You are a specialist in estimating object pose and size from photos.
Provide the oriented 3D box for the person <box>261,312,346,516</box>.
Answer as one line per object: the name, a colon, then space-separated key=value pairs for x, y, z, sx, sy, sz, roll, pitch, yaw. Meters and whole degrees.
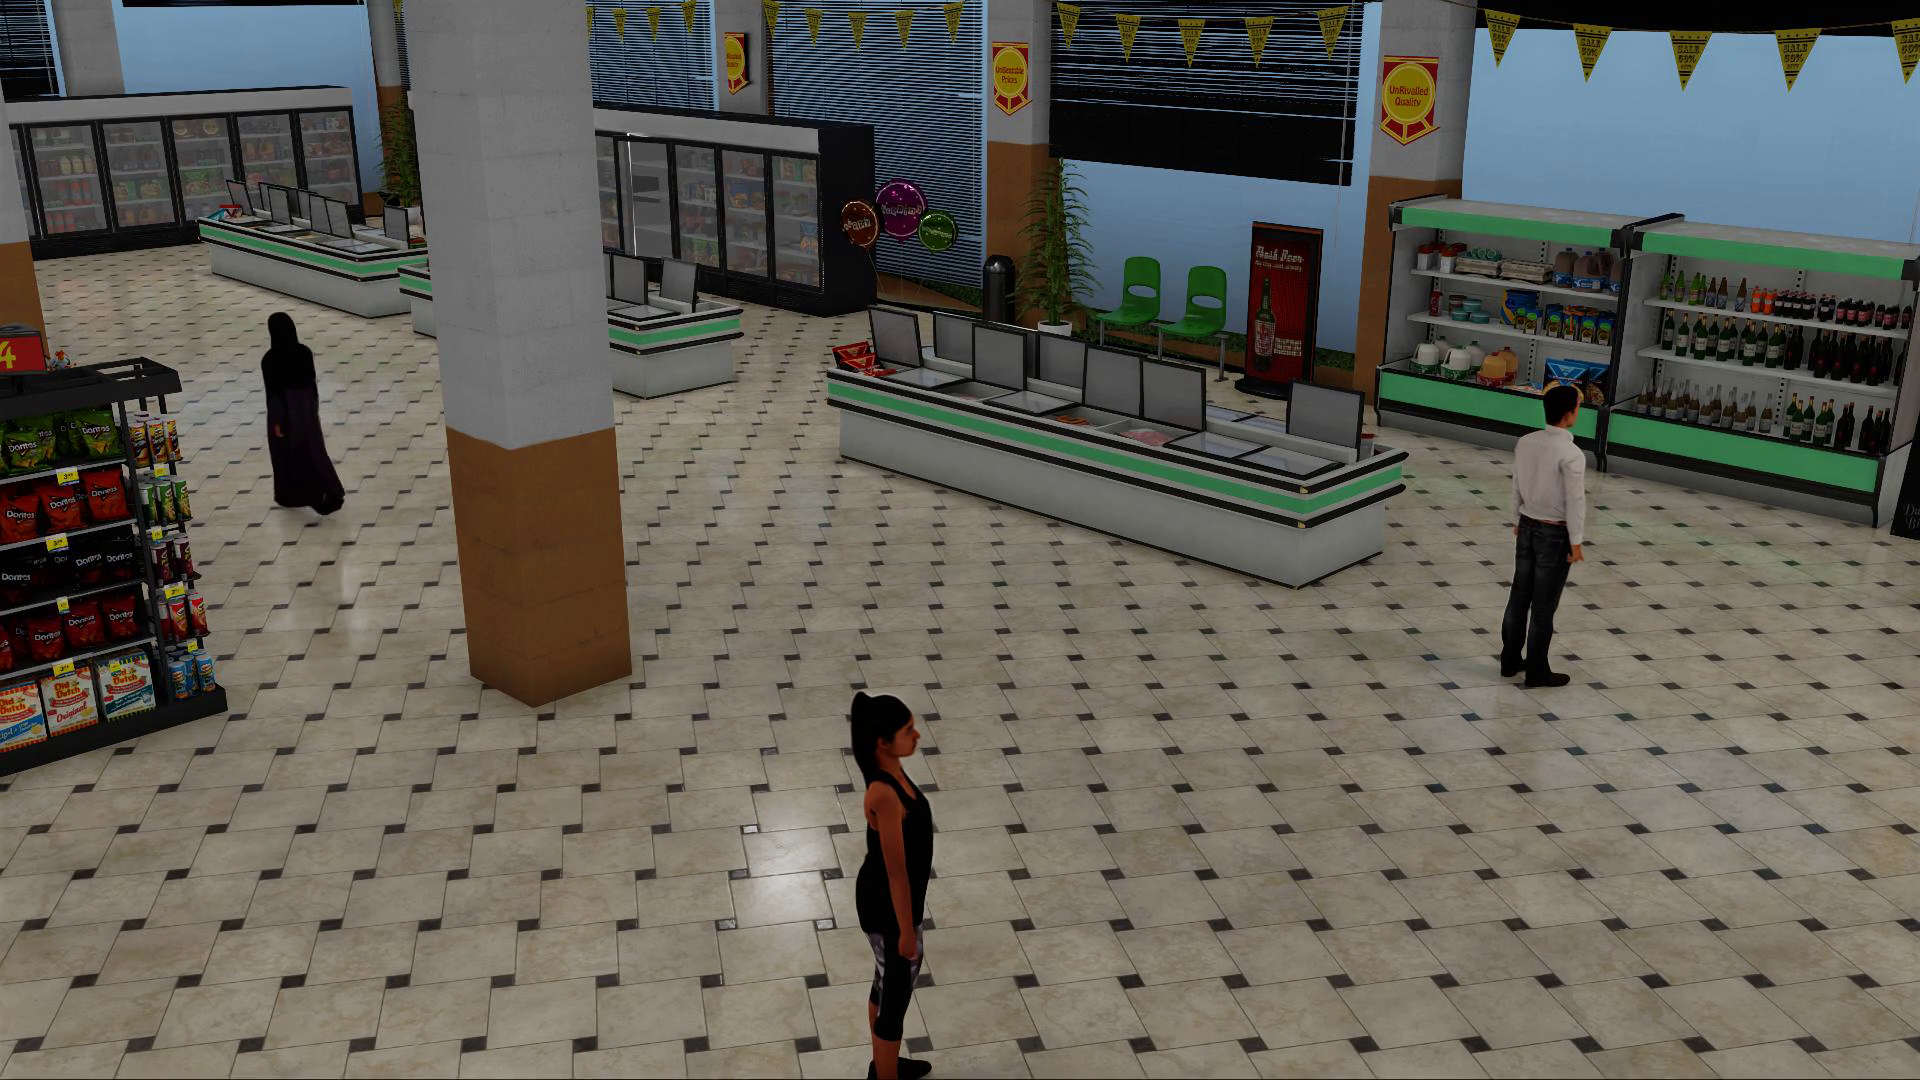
person: x=-5.121 y=-0.957 z=12.891 sx=1.078 sy=1.591 sz=0.585 roll=17 pitch=25 yaw=42

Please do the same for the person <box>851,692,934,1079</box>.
person: x=-0.250 y=1.316 z=6.041 sx=0.712 sy=1.661 sz=0.628 roll=-2 pitch=19 yaw=-7

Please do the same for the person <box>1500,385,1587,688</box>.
person: x=3.434 y=-0.026 z=9.785 sx=0.795 sy=1.811 sz=0.621 roll=-9 pitch=20 yaw=-24
